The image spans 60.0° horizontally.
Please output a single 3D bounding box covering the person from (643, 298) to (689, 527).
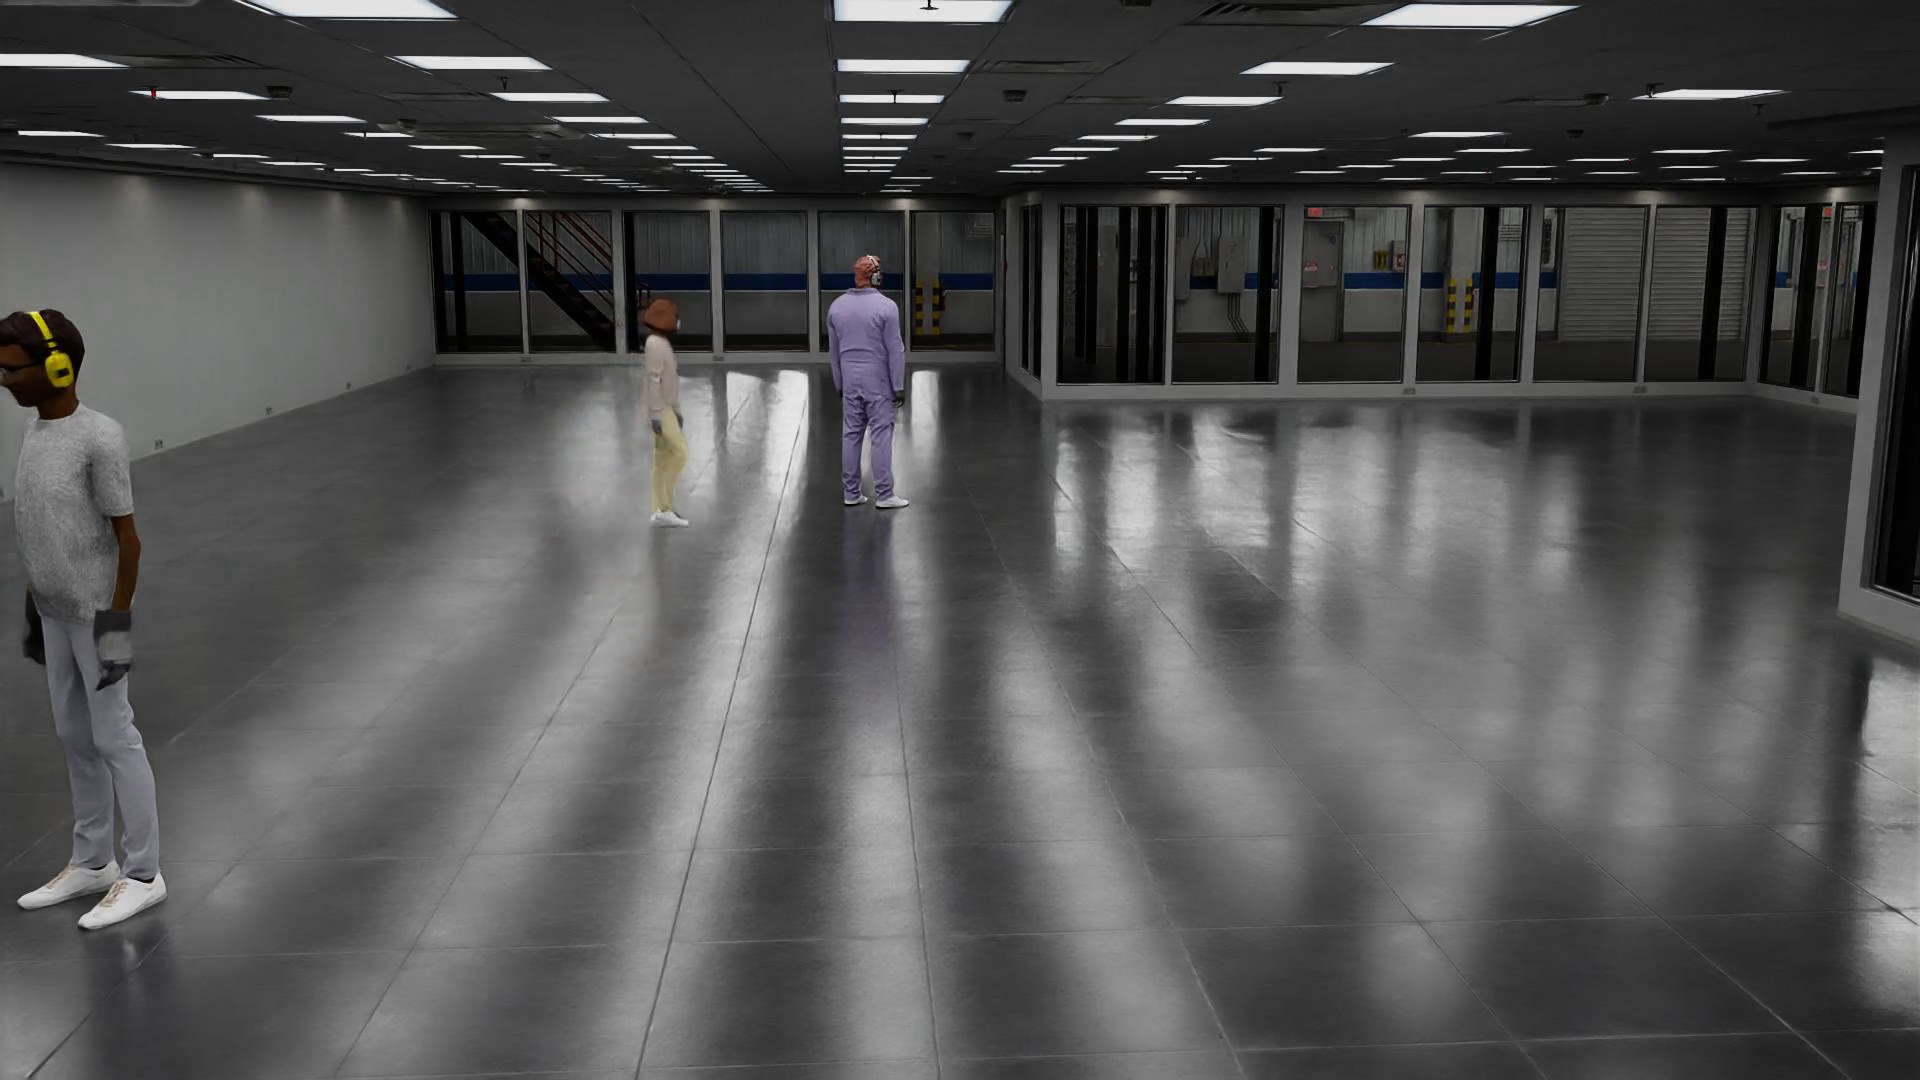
[{"bbox_3d":[-2.030,-0.895,11.746,0.411,1.619,0.533,0,11,-3],"label":"person"}]

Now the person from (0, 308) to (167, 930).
[{"bbox_3d":[-2.671,0.240,5.020,0.519,1.865,0.327,7,12,32],"label":"person"}]

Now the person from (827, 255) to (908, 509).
[{"bbox_3d":[-0.677,-1.185,12.578,0.643,1.909,0.410,6,12,30],"label":"person"}]
